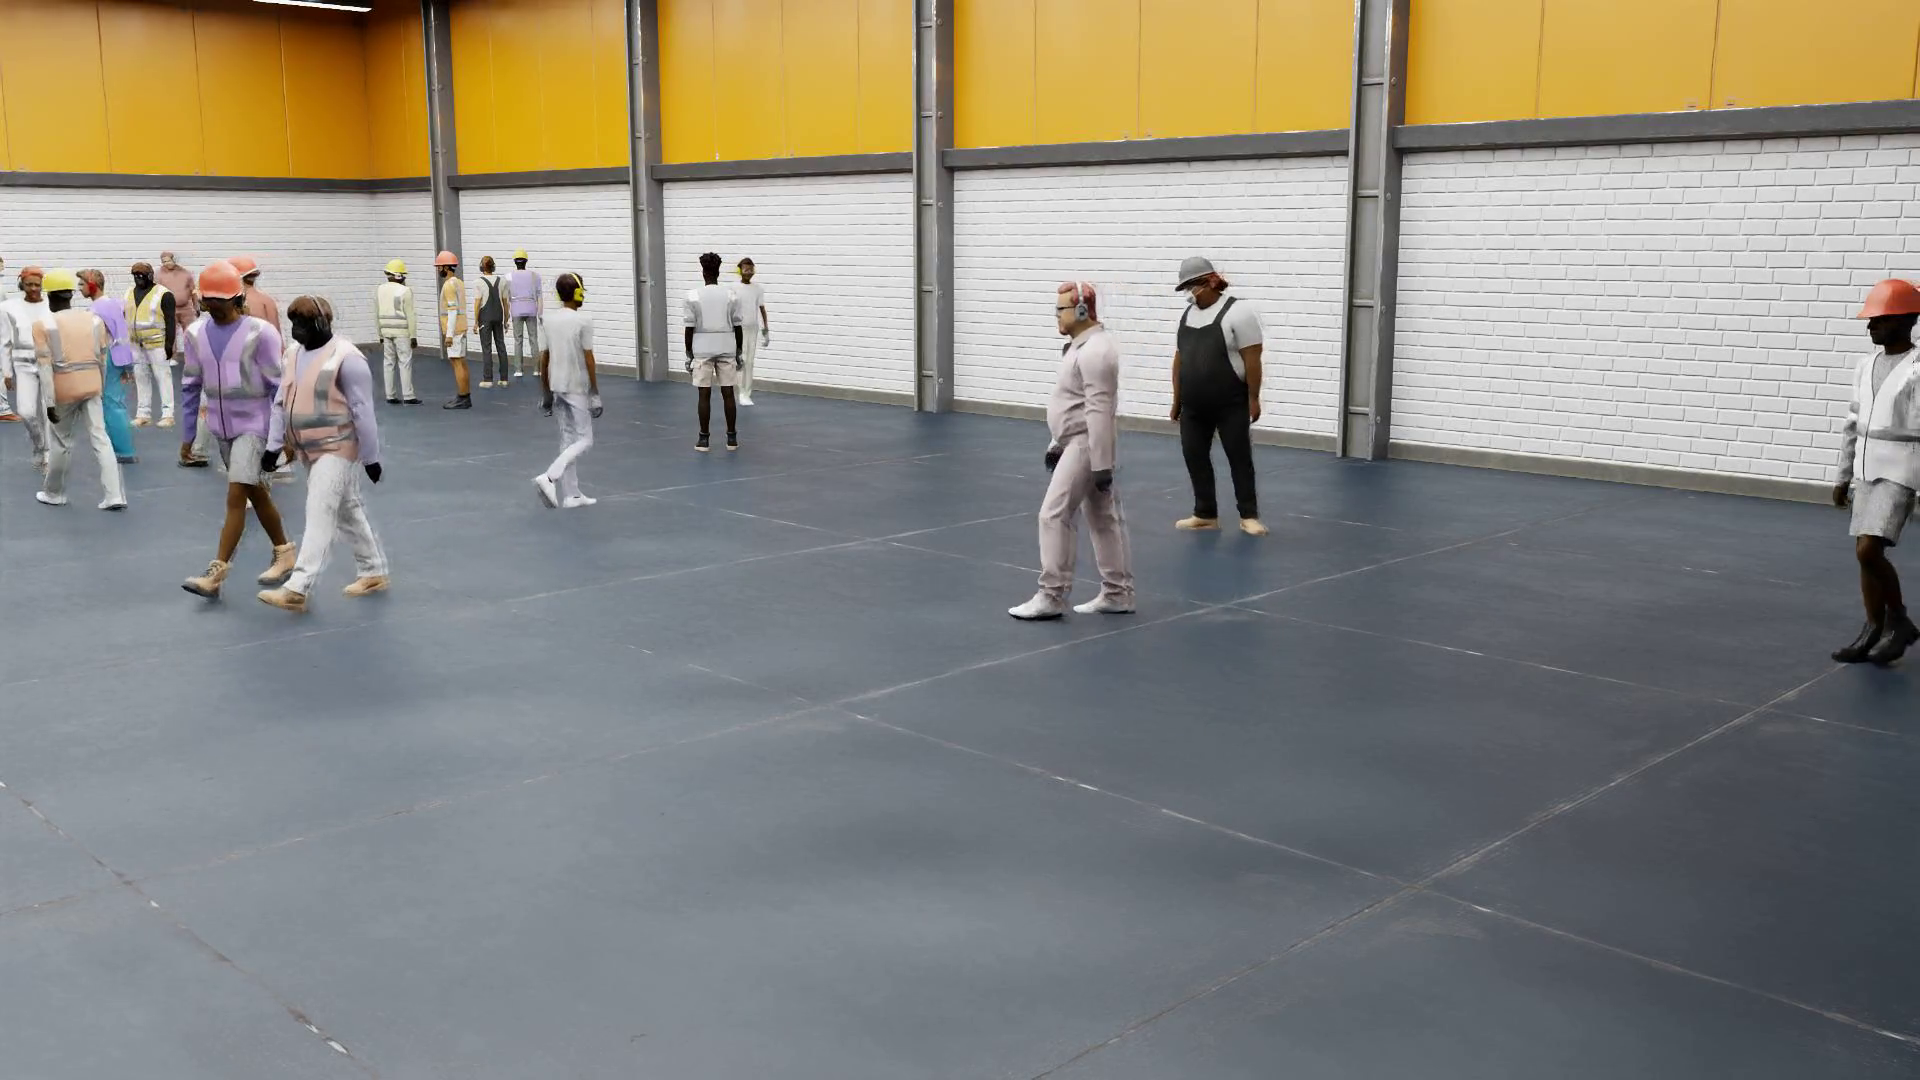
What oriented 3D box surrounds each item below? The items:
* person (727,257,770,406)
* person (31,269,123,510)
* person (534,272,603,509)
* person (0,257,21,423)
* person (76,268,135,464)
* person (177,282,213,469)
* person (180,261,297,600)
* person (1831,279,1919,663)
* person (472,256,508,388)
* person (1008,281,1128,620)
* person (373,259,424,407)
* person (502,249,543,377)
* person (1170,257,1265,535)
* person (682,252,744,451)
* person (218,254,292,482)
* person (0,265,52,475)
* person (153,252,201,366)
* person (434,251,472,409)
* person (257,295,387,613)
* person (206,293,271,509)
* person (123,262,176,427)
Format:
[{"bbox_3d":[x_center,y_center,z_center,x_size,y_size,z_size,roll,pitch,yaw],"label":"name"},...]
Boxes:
[{"bbox_3d":[-2.640,-2.585,20.746,0.562,1.852,0.527,-6,12,-28],"label":"person"},{"bbox_3d":[-6.906,-1.163,12.961,1.013,1.874,0.600,7,13,34],"label":"person"},{"bbox_3d":[-3.052,-1.136,12.849,0.548,1.857,0.631,6,12,31],"label":"person"},{"bbox_3d":[-11.000,-2.295,18.950,0.635,1.932,0.351,8,13,38],"label":"person"},{"bbox_3d":[-7.964,-1.600,15.450,0.525,1.821,0.587,-2,11,-9],"label":"person"},{"bbox_3d":[-6.696,-1.532,15.206,0.928,1.796,0.601,0,10,-3],"label":"person"},{"bbox_3d":[-4.324,-0.650,9.853,0.653,1.972,1.012,3,11,15],"label":"person"},{"bbox_3d":[4.535,-0.316,8.192,0.407,1.920,0.576,-2,11,-9],"label":"person"},{"bbox_3d":[-6.588,-3.058,23.352,0.517,1.844,0.329,-9,14,-41],"label":"person"},{"bbox_3d":[0.586,-0.485,9.260,0.811,1.875,0.647,1,10,5],"label":"person"},{"bbox_3d":[-7.026,-2.582,20.799,0.593,1.828,0.403,4,11,23],"label":"person"},{"bbox_3d":[-6.584,-3.412,25.086,0.586,1.917,0.380,-3,11,-17],"label":"person"},{"bbox_3d":[1.827,-1.052,11.882,0.759,2.000,0.603,10,14,44],"label":"person"},{"bbox_3d":[-2.441,-1.861,16.494,0.606,1.966,0.367,-3,11,-17],"label":"person"},{"bbox_3d":[-6.198,-1.468,14.357,0.885,1.957,0.651,1,10,7],"label":"person"},{"bbox_3d":[-8.191,-1.505,14.802,0.594,1.867,0.424,-5,11,-25],"label":"person"},{"bbox_3d":[-12.806,-3.801,27.379,0.817,1.872,0.415,-9,13,-39],"label":"person"},{"bbox_3d":[-6.254,-2.576,20.470,0.376,1.936,0.549,-1,10,-3],"label":"person"},{"bbox_3d":[-3.698,-0.501,9.564,0.618,1.786,0.939,8,13,35],"label":"person"},{"bbox_3d":[-5.569,-1.077,12.857,0.483,1.726,0.586,-2,11,-9],"label":"person"},{"bbox_3d":[-9.045,-2.171,18.537,0.625,1.841,0.429,1,10,8],"label":"person"}]
